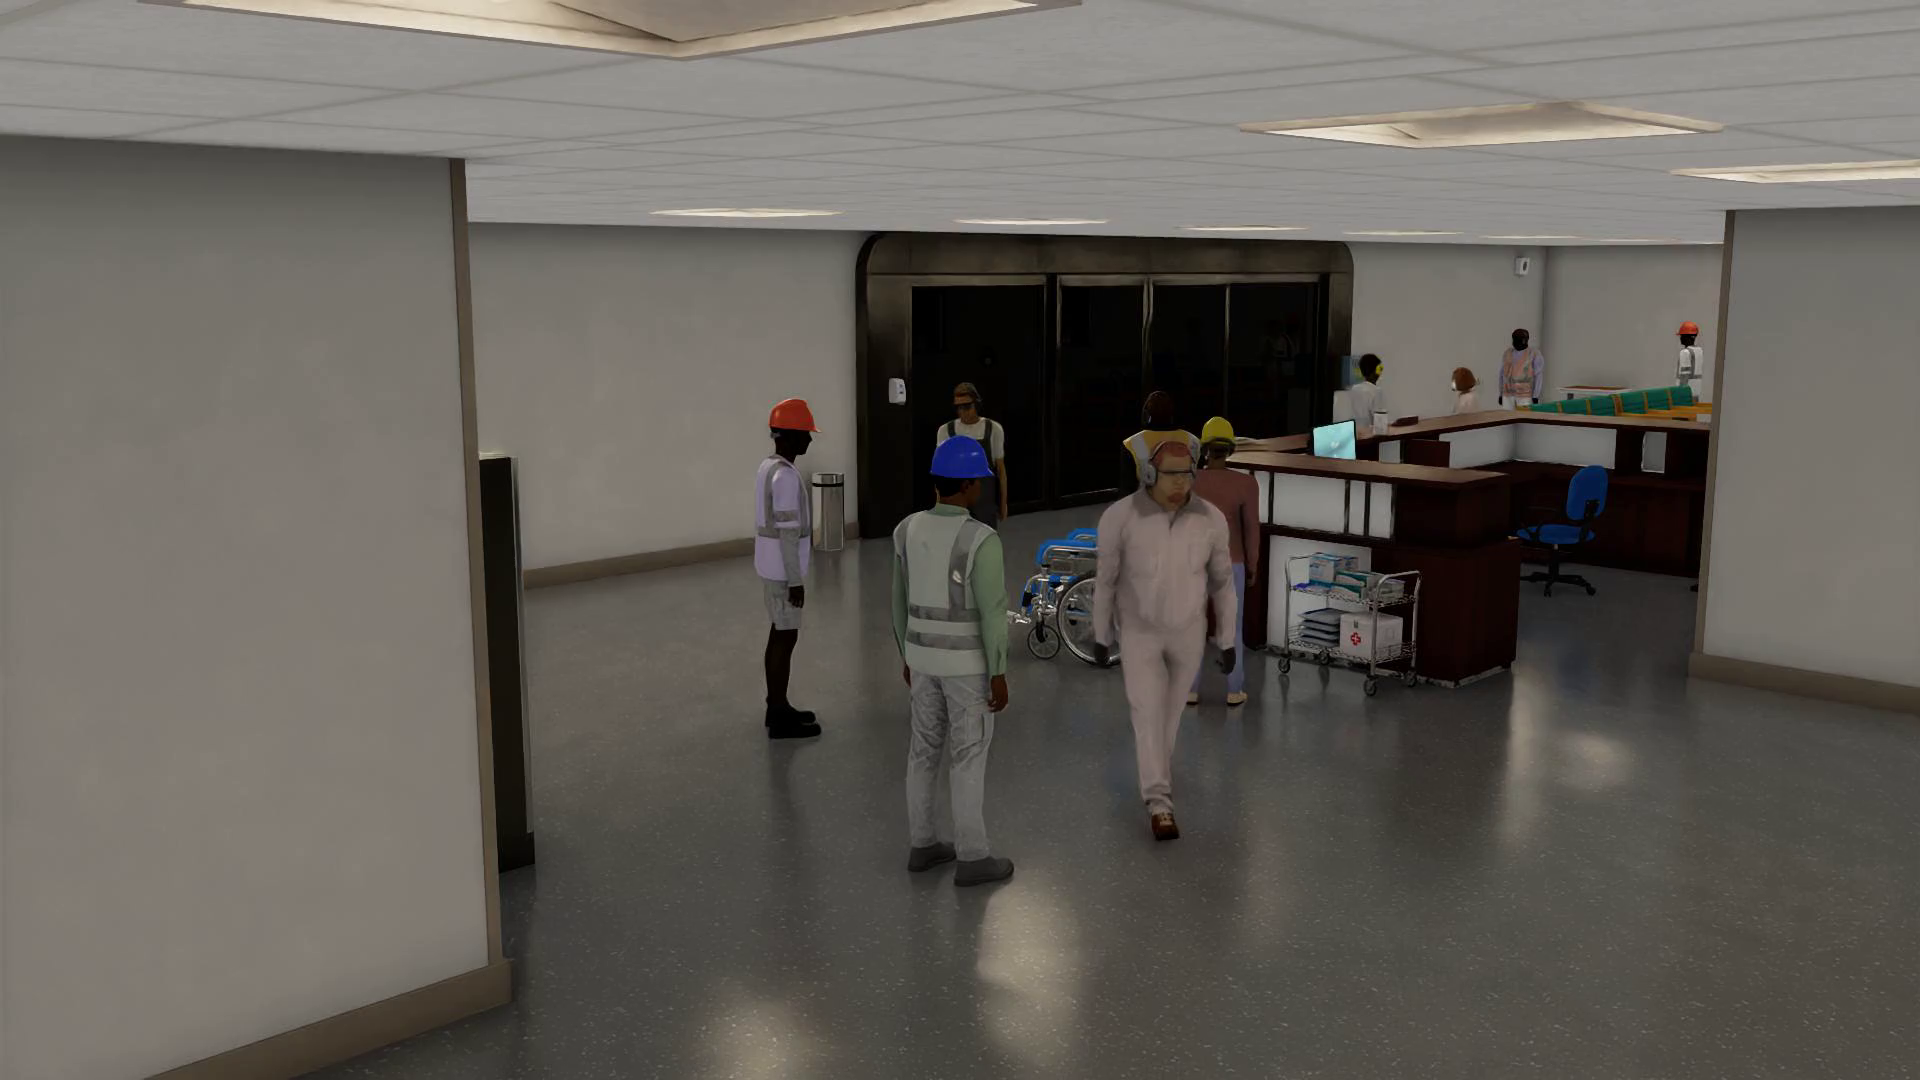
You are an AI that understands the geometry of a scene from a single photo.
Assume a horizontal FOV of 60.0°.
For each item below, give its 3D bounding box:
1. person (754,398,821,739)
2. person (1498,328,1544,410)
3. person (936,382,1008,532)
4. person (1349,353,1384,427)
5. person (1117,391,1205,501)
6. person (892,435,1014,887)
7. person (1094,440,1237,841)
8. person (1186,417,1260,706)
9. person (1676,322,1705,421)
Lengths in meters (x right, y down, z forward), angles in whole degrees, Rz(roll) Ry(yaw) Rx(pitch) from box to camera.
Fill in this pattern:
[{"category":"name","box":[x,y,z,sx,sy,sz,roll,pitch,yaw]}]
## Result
[{"category":"person","box":[-0.970,0.160,9.474,0.390,1.929,0.545,-3,10,-15]},{"category":"person","box":[7.730,-2.007,23.035,0.429,1.839,0.633,-8,12,-39]},{"category":"person","box":[0.091,-0.298,12.622,0.549,1.815,0.503,0,9,2]},{"category":"person","box":[4.042,-0.888,16.156,0.591,1.840,0.539,-5,10,-27]},{"category":"person","box":[1.330,-0.081,11.221,0.634,1.841,0.429,-3,10,-19]},{"category":"person","box":[-0.023,0.518,7.212,0.617,1.946,0.396,9,13,43]},{"category":"person","box":[1.000,0.450,7.929,0.662,1.848,0.977,-2,9,-13]},{"category":"person","box":[1.552,0.134,10.127,0.533,1.768,0.313,2,9,10]},{"category":"person","box":[9.961,-2.024,22.837,0.551,1.935,0.375,-9,13,-43]}]
